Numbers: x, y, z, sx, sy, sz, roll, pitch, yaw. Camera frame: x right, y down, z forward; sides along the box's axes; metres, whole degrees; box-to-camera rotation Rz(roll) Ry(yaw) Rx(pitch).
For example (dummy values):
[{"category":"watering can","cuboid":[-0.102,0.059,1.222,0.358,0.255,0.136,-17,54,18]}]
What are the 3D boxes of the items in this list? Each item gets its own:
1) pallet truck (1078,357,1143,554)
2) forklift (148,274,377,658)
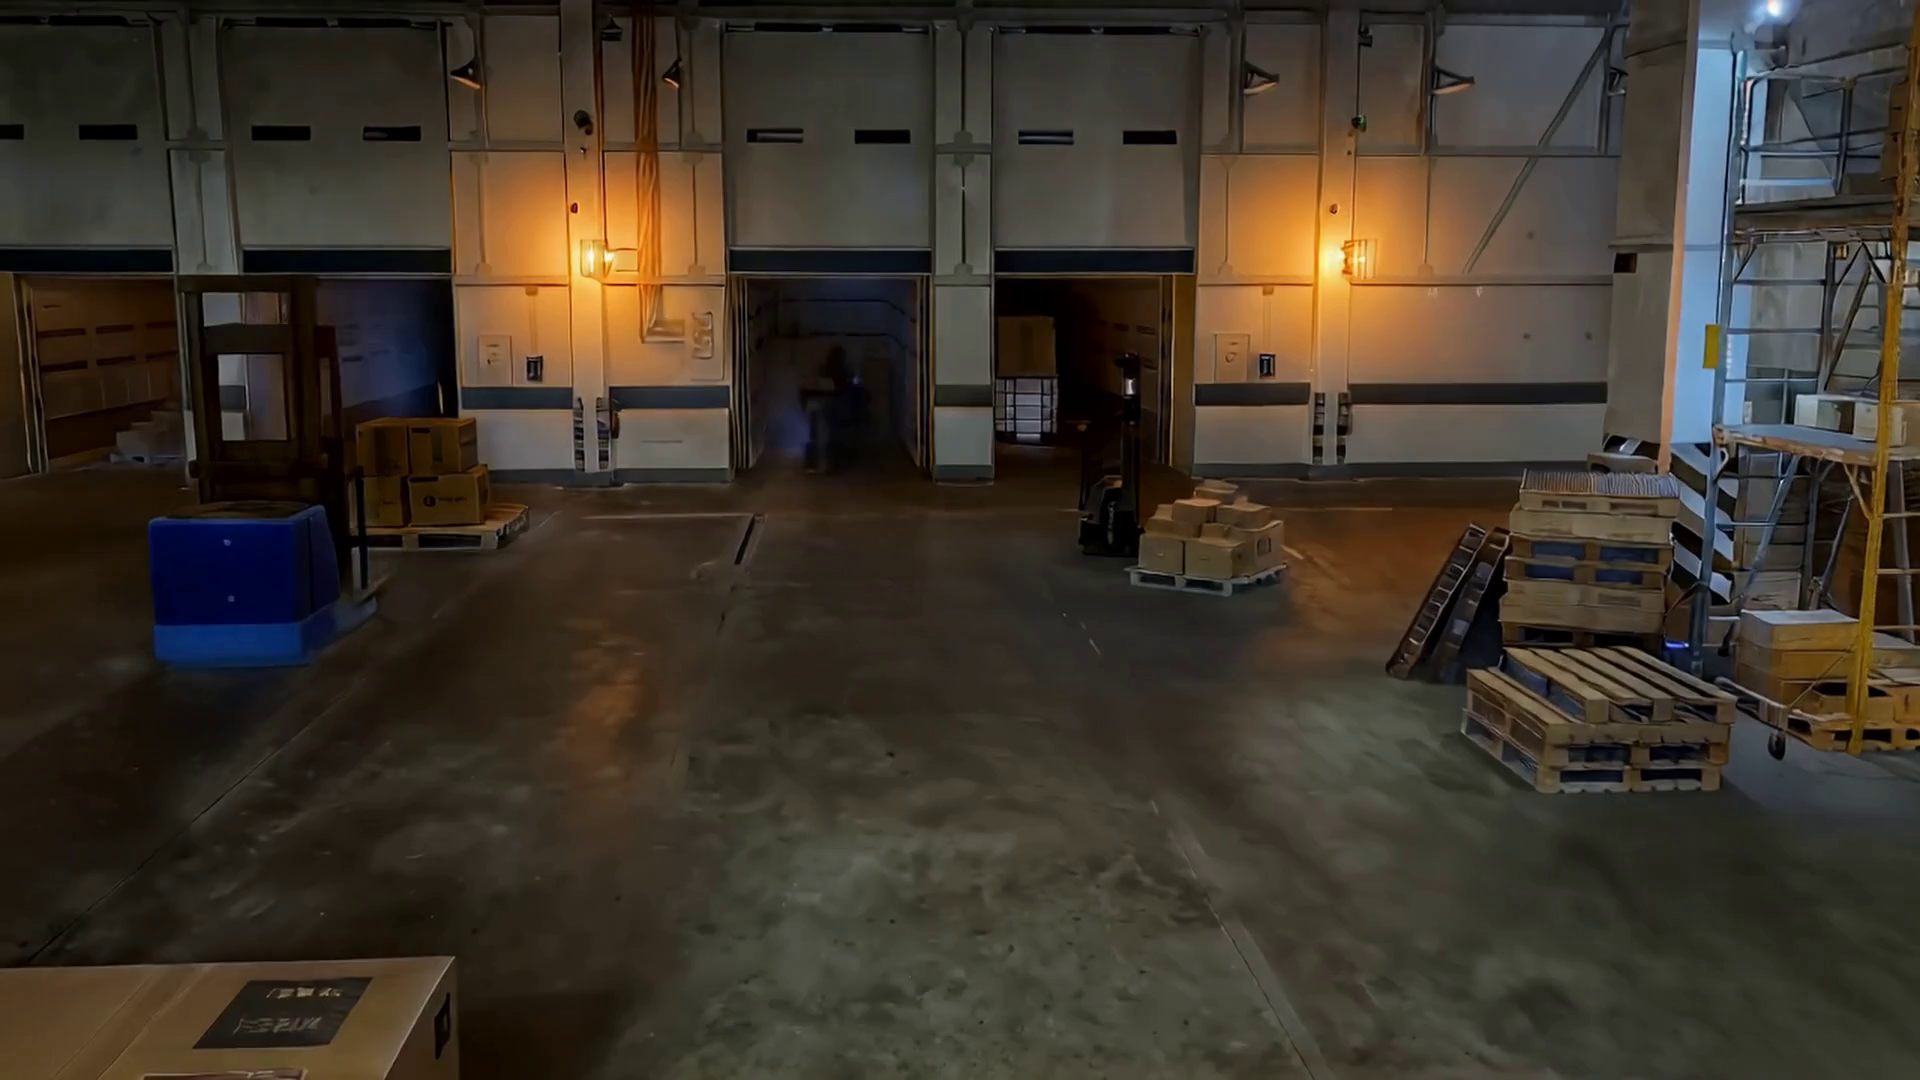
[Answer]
[{"category":"pallet truck","cuboid":[2.088,-0.836,16.757,1.885,1.965,0.823,2,9,13]},{"category":"forklift","cuboid":[-5.348,-0.627,12.681,1.129,2.768,1.873,-1,9,-4]}]
